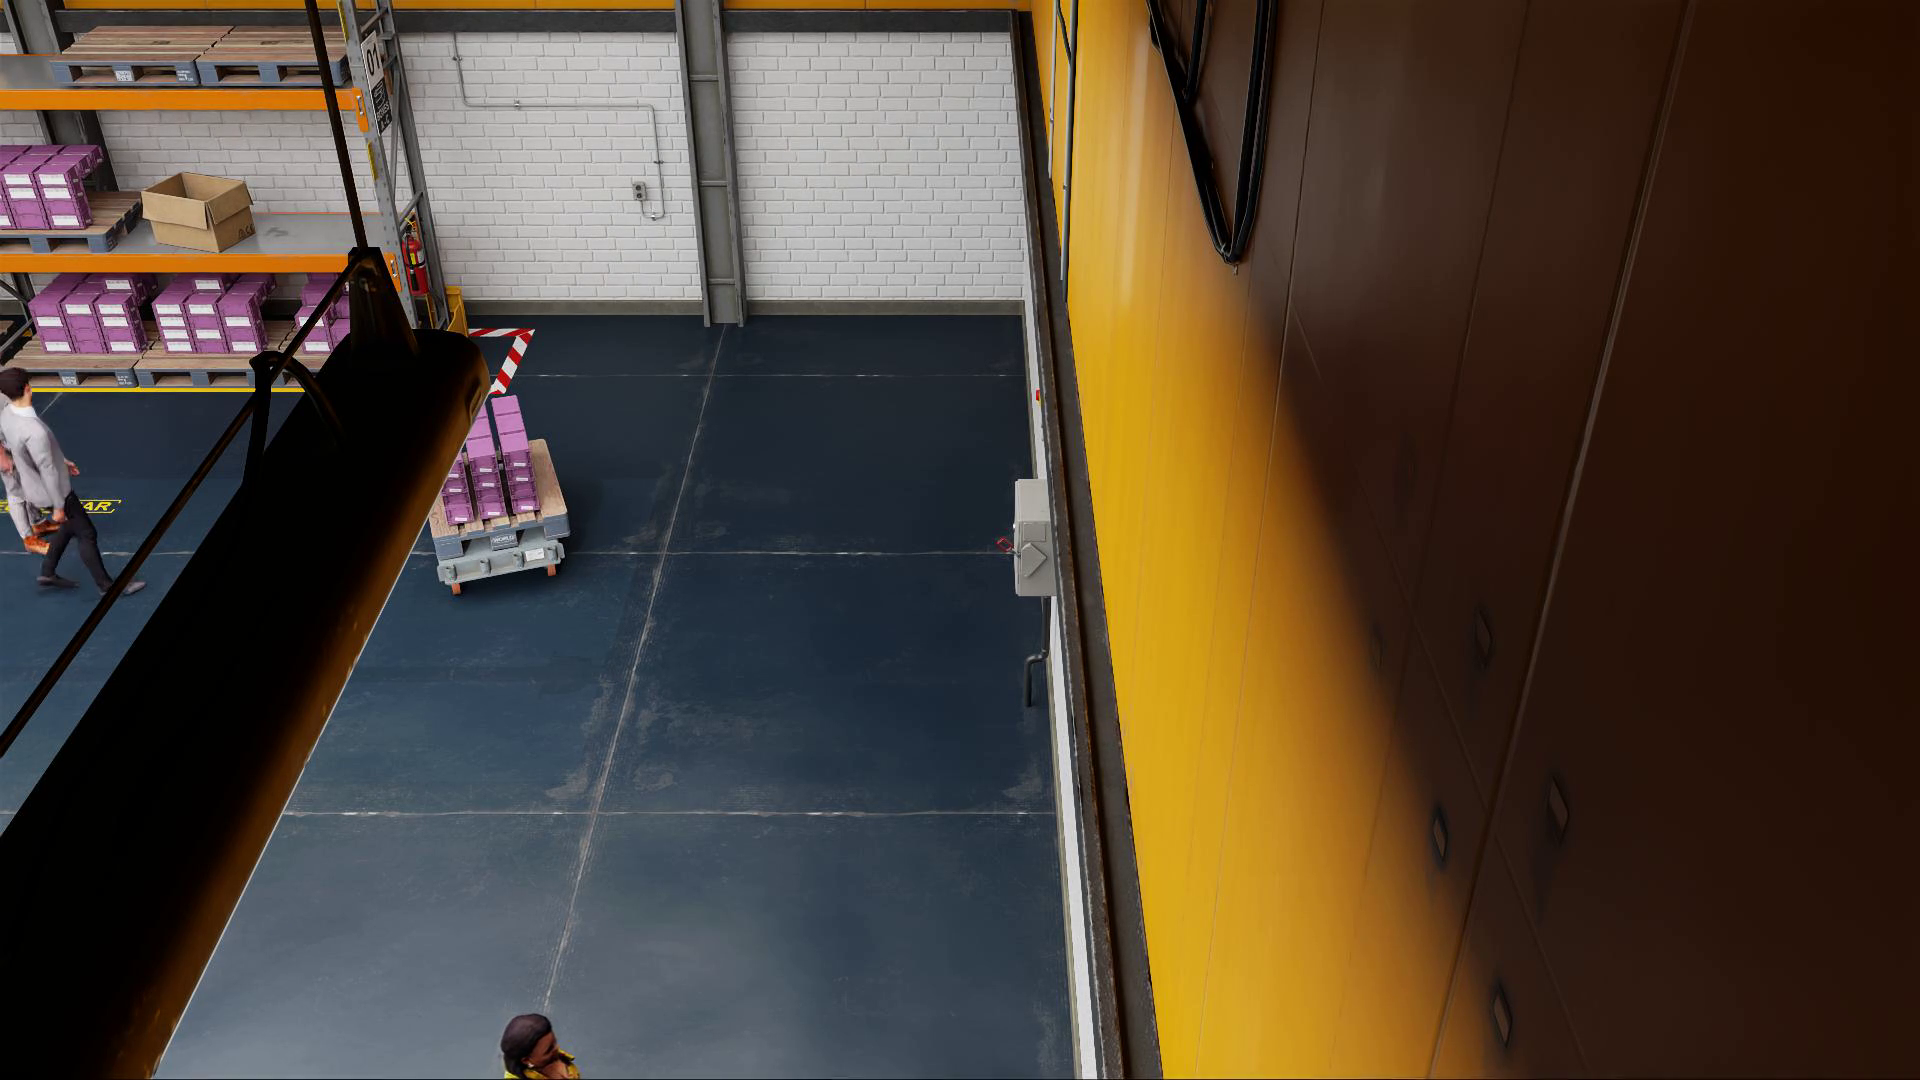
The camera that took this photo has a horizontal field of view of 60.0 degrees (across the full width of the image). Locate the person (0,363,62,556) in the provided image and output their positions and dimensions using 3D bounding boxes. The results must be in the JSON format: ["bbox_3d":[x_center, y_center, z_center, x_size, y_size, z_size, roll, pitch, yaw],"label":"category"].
[{"bbox_3d":[-7.355,-0.755,12.868,0.597,1.828,0.717,-5,34,-7],"label":"person"}]

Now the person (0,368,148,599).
[{"bbox_3d":[-6.760,-0.380,12.240,1.090,1.898,1.026,-20,38,-27],"label":"person"}]

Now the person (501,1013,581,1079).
[{"bbox_3d":[-1.905,2.784,7.696,0.832,1.660,0.900,-6,34,-8],"label":"person"}]
